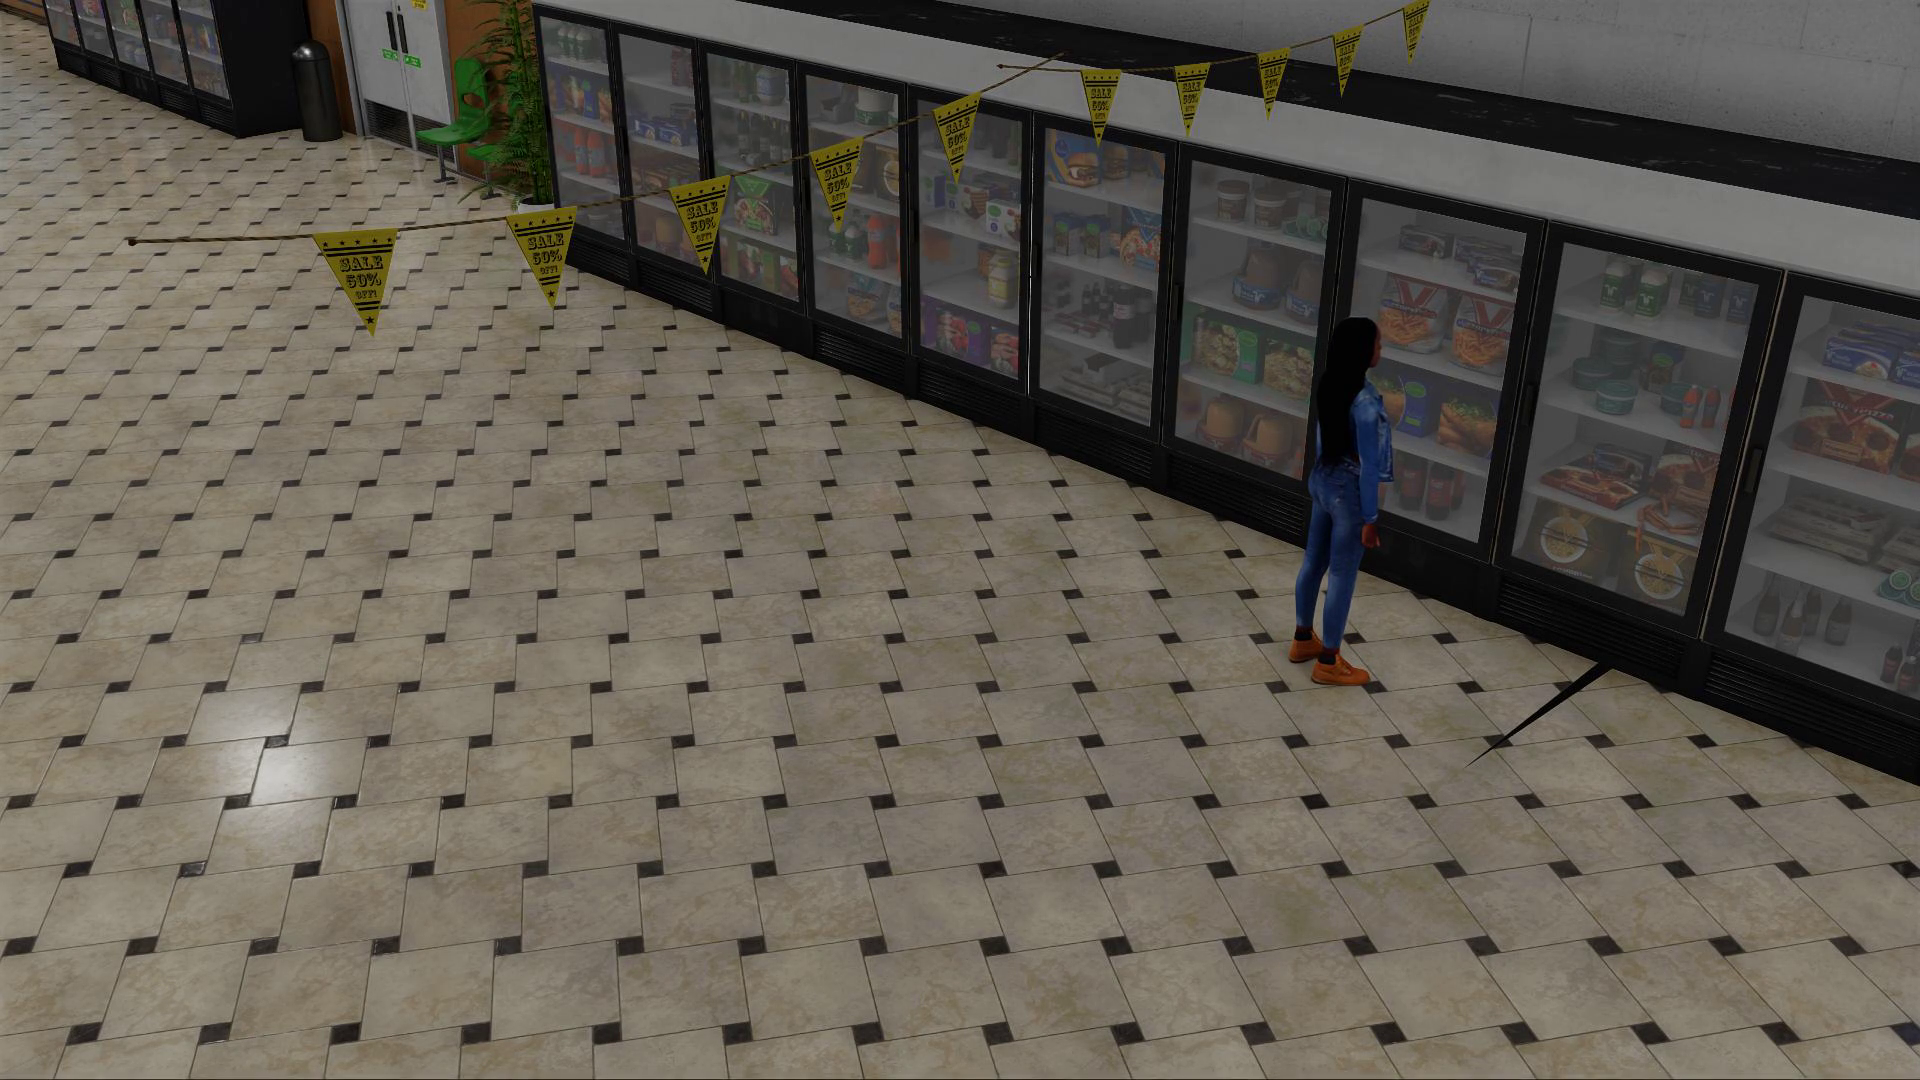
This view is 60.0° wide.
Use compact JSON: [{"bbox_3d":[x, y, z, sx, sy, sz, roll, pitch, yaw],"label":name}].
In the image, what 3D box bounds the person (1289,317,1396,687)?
[{"bbox_3d":[1.687,-0.171,7.380,0.681,1.712,0.680,-7,28,-13],"label":"person"}]
